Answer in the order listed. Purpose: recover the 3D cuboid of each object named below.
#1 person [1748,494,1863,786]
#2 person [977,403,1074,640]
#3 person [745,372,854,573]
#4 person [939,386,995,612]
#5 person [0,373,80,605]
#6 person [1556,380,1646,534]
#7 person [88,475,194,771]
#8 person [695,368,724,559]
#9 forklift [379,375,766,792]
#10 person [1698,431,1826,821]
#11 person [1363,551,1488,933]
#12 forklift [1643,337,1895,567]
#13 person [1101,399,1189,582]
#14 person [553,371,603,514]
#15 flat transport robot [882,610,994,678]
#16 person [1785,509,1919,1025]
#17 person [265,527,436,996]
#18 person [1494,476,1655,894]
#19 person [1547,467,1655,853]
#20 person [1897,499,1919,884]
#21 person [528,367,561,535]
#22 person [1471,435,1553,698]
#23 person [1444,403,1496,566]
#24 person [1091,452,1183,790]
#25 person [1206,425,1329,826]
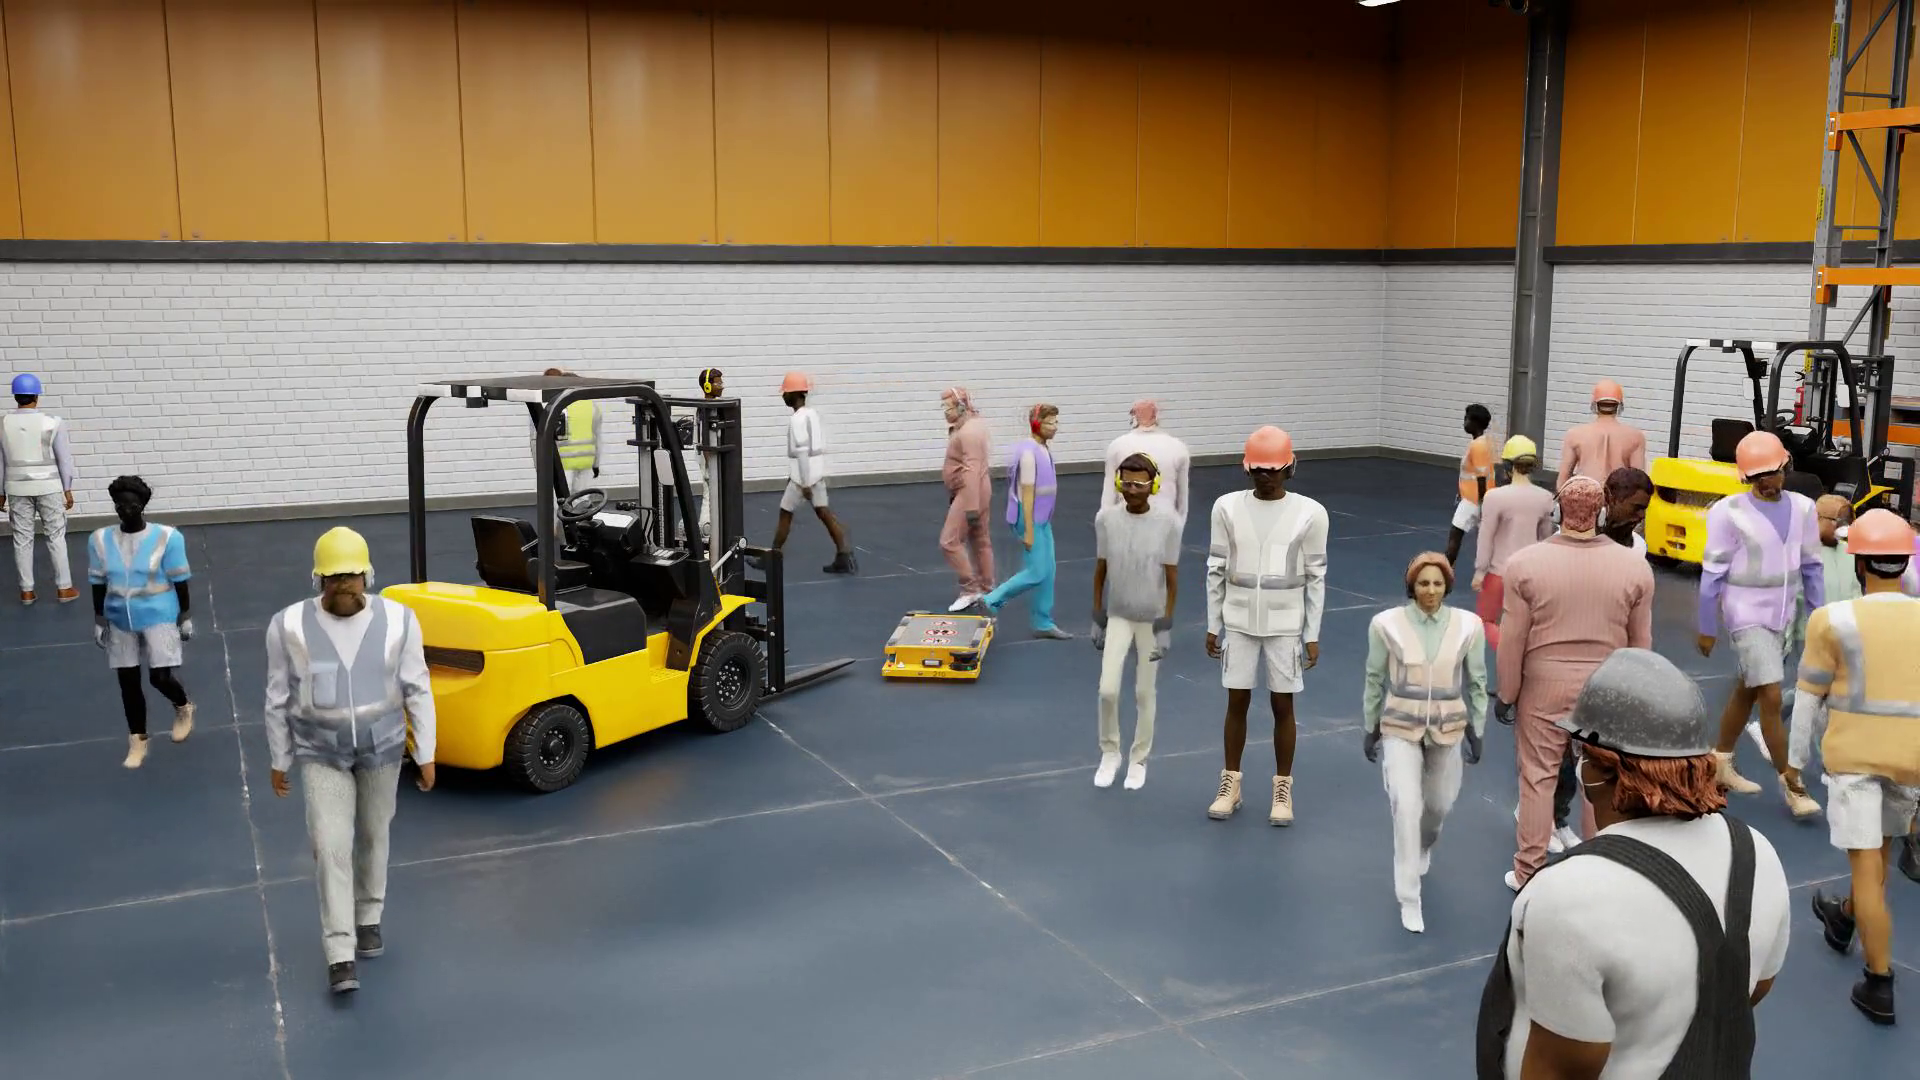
[{"bbox_3d":[4.710,0.525,9.197,0.506,1.601,0.803,-4,10,-23],"label":"person"},{"bbox_3d":[0.503,-0.133,12.573,0.641,1.821,0.584,2,9,15],"label":"person"},{"bbox_3d":[-1.460,-0.609,15.386,1.042,1.884,0.556,2,9,15],"label":"person"},{"bbox_3d":[0.072,-0.335,13.695,0.507,1.870,0.777,1,9,5],"label":"person"},{"bbox_3d":[-7.797,-0.426,14.011,0.604,1.949,0.398,-2,9,-14],"label":"person"},{"bbox_3d":[5.069,-0.287,13.169,0.650,1.952,1.018,3,10,16],"label":"person"},{"bbox_3d":[-4.608,0.449,9.420,0.530,1.687,0.446,0,9,-2],"label":"person"},{"bbox_3d":[-2.398,-0.727,16.125,0.323,1.871,0.530,0,9,-3],"label":"person"},{"bbox_3d":[-2.268,0.149,9.685,1.214,2.155,2.313,6,11,32],"label":"forklift"},{"bbox_3d":[4.208,0.433,8.586,0.607,1.977,0.884,-4,10,-22],"label":"person"},{"bbox_3d":[2.027,0.825,7.306,0.523,1.614,0.751,1,9,5],"label":"person"},{"bbox_3d":[7.551,-0.789,15.507,2.313,2.155,1.214,-4,10,-25],"label":"forklift"},{"bbox_3d":[1.389,-0.132,12.543,0.658,1.845,0.992,1,9,7],"label":"person"},{"bbox_3d":[-3.819,-0.749,16.393,0.647,1.827,0.678,-8,12,-42],"label":"person"},{"bbox_3d":[-0.139,0.739,11.973,0.652,0.197,1.431,1,9,6],"label":"flat transport robot"},{"bbox_3d":[3.513,0.820,6.478,0.552,1.882,1.000,1,9,6],"label":"person"},{"bbox_3d":[-2.366,0.854,6.521,0.626,1.796,0.847,-4,10,-25],"label":"person"},{"bbox_3d":[2.699,0.665,7.373,0.652,1.906,0.409,1,9,8],"label":"person"},{"bbox_3d":[2.989,0.581,7.973,0.684,1.878,0.460,-5,11,-30],"label":"person"},{"bbox_3d":[4.506,0.597,7.759,0.546,1.923,0.646,1,9,9],"label":"person"},{"bbox_3d":[-4.175,-0.902,17.393,0.629,1.814,0.865,-2,9,-14],"label":"person"},{"bbox_3d":[3.561,0.206,10.663,0.546,1.752,0.492,-3,10,-18],"label":"person"},{"bbox_3d":[4.540,-0.376,14.630,0.887,1.651,0.536,4,10,24],"label":"person"},{"bbox_3d":[0.934,0.446,8.922,0.503,1.846,0.497,2,9,15],"label":"person"},{"bbox_3d":[1.535,0.433,8.419,0.605,2.036,0.383,3,10,20],"label":"person"}]
